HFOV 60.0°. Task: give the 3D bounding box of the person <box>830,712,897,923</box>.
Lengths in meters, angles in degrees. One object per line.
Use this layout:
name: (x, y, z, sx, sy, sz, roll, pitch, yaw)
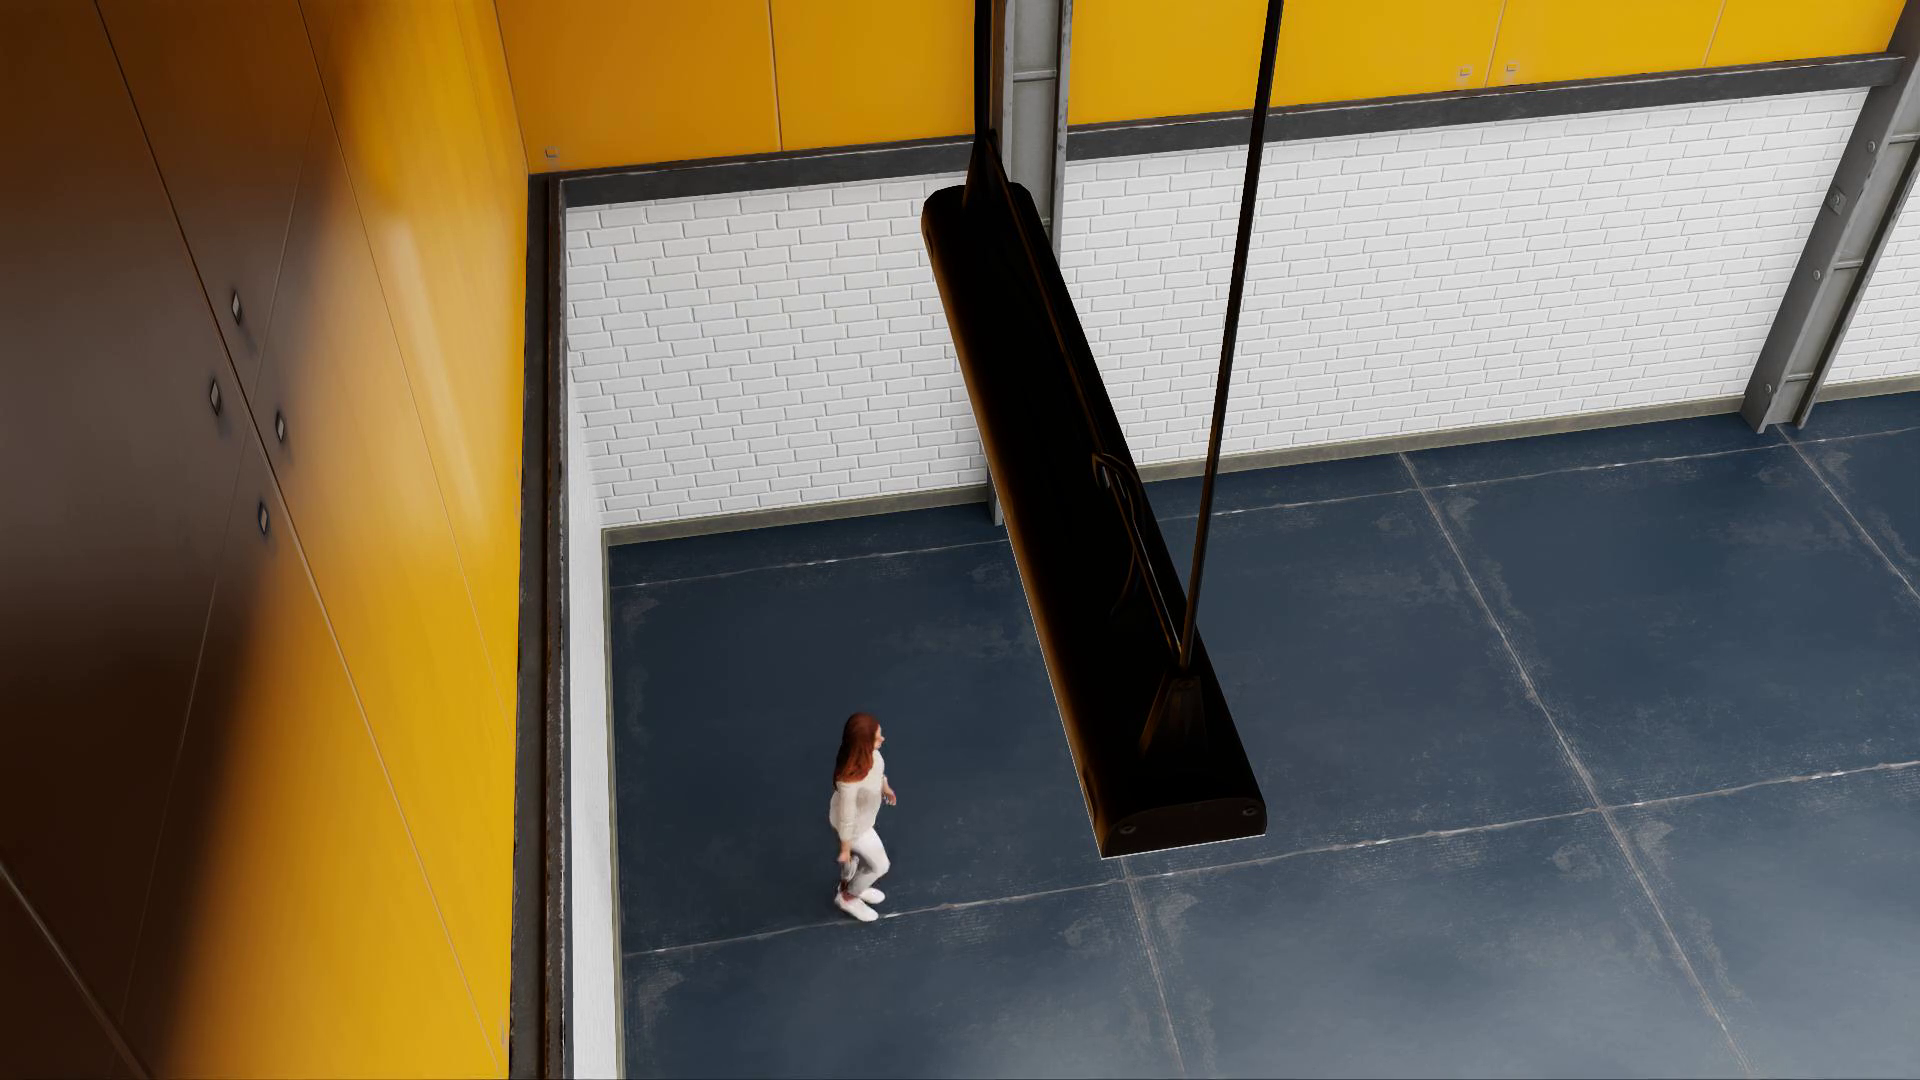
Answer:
person: (-0.664, 1.524, 9.151, 0.653, 1.693, 0.663, 0, 44, 0)
